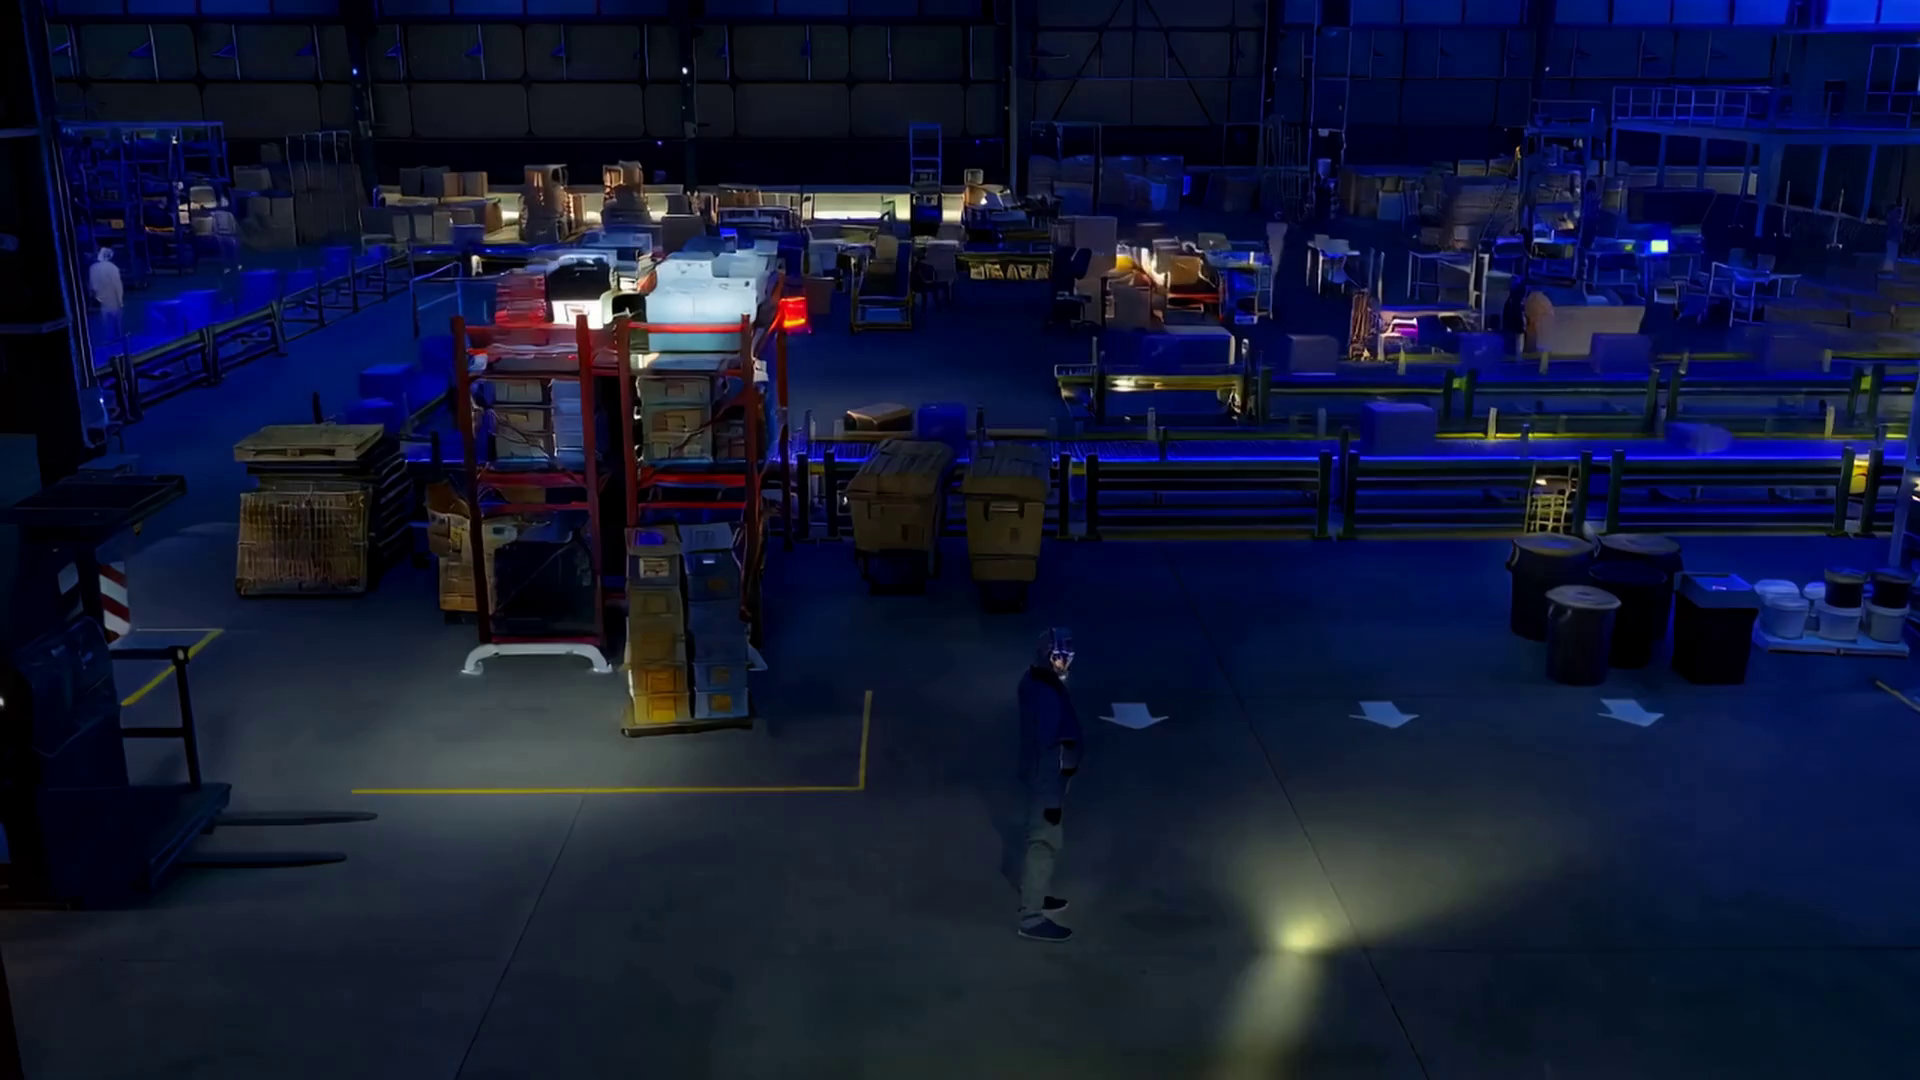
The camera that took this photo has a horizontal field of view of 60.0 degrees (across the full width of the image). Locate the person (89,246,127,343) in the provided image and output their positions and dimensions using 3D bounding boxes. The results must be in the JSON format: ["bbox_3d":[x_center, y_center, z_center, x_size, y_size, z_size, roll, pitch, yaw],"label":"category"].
[{"bbox_3d":[-15.173,-4.294,29.738,0.650,1.905,0.405,5,17,18],"label":"person"}]

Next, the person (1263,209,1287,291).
[{"bbox_3d":[7.218,-6.659,38.104,0.528,1.836,0.853,0,16,-1],"label":"person"}]

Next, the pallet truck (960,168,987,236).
[{"bbox_3d":[0.383,-10.230,50.206,0.823,1.965,1.885,-1,16,-3],"label":"pallet truck"}]

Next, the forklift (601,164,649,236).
[{"bbox_3d":[-9.948,-10.127,49.296,1.157,1.987,2.680,-1,16,-3],"label":"forklift"}]

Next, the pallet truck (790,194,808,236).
[{"bbox_3d":[-4.814,-9.883,50.259,0.704,1.261,1.522,-1,16,-3],"label":"pallet truck"}]

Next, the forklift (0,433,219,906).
[{"bbox_3d":[-5.952,0.780,10.366,1.873,2.768,1.129,0,16,-1],"label":"forklift"}]

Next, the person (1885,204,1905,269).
[{"bbox_3d":[22.465,-7.181,40.025,0.312,1.768,0.524,2,16,6],"label":"person"}]

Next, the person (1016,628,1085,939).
[{"bbox_3d":[0.537,1.428,9.873,0.396,1.900,0.637,-1,16,-3],"label":"person"}]

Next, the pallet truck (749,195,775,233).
[{"bbox_3d":[-6.051,-9.967,50.660,0.680,1.201,1.601,0,16,-1],"label":"pallet truck"}]

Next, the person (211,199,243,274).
[{"bbox_3d":[-18.087,-7.506,41.077,0.621,1.801,0.821,-1,16,-3],"label":"person"}]

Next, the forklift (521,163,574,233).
[{"bbox_3d":[-12.233,-10.122,49.298,1.157,1.987,2.680,0,16,-1],"label":"forklift"}]

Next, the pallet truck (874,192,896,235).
[{"bbox_3d":[-2.277,-9.986,50.594,0.653,1.274,1.630,0,16,-1],"label":"pallet truck"}]

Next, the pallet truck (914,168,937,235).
[{"bbox_3d":[-0.989,-10.316,50.507,0.823,1.965,1.885,1,16,3],"label":"pallet truck"}]
